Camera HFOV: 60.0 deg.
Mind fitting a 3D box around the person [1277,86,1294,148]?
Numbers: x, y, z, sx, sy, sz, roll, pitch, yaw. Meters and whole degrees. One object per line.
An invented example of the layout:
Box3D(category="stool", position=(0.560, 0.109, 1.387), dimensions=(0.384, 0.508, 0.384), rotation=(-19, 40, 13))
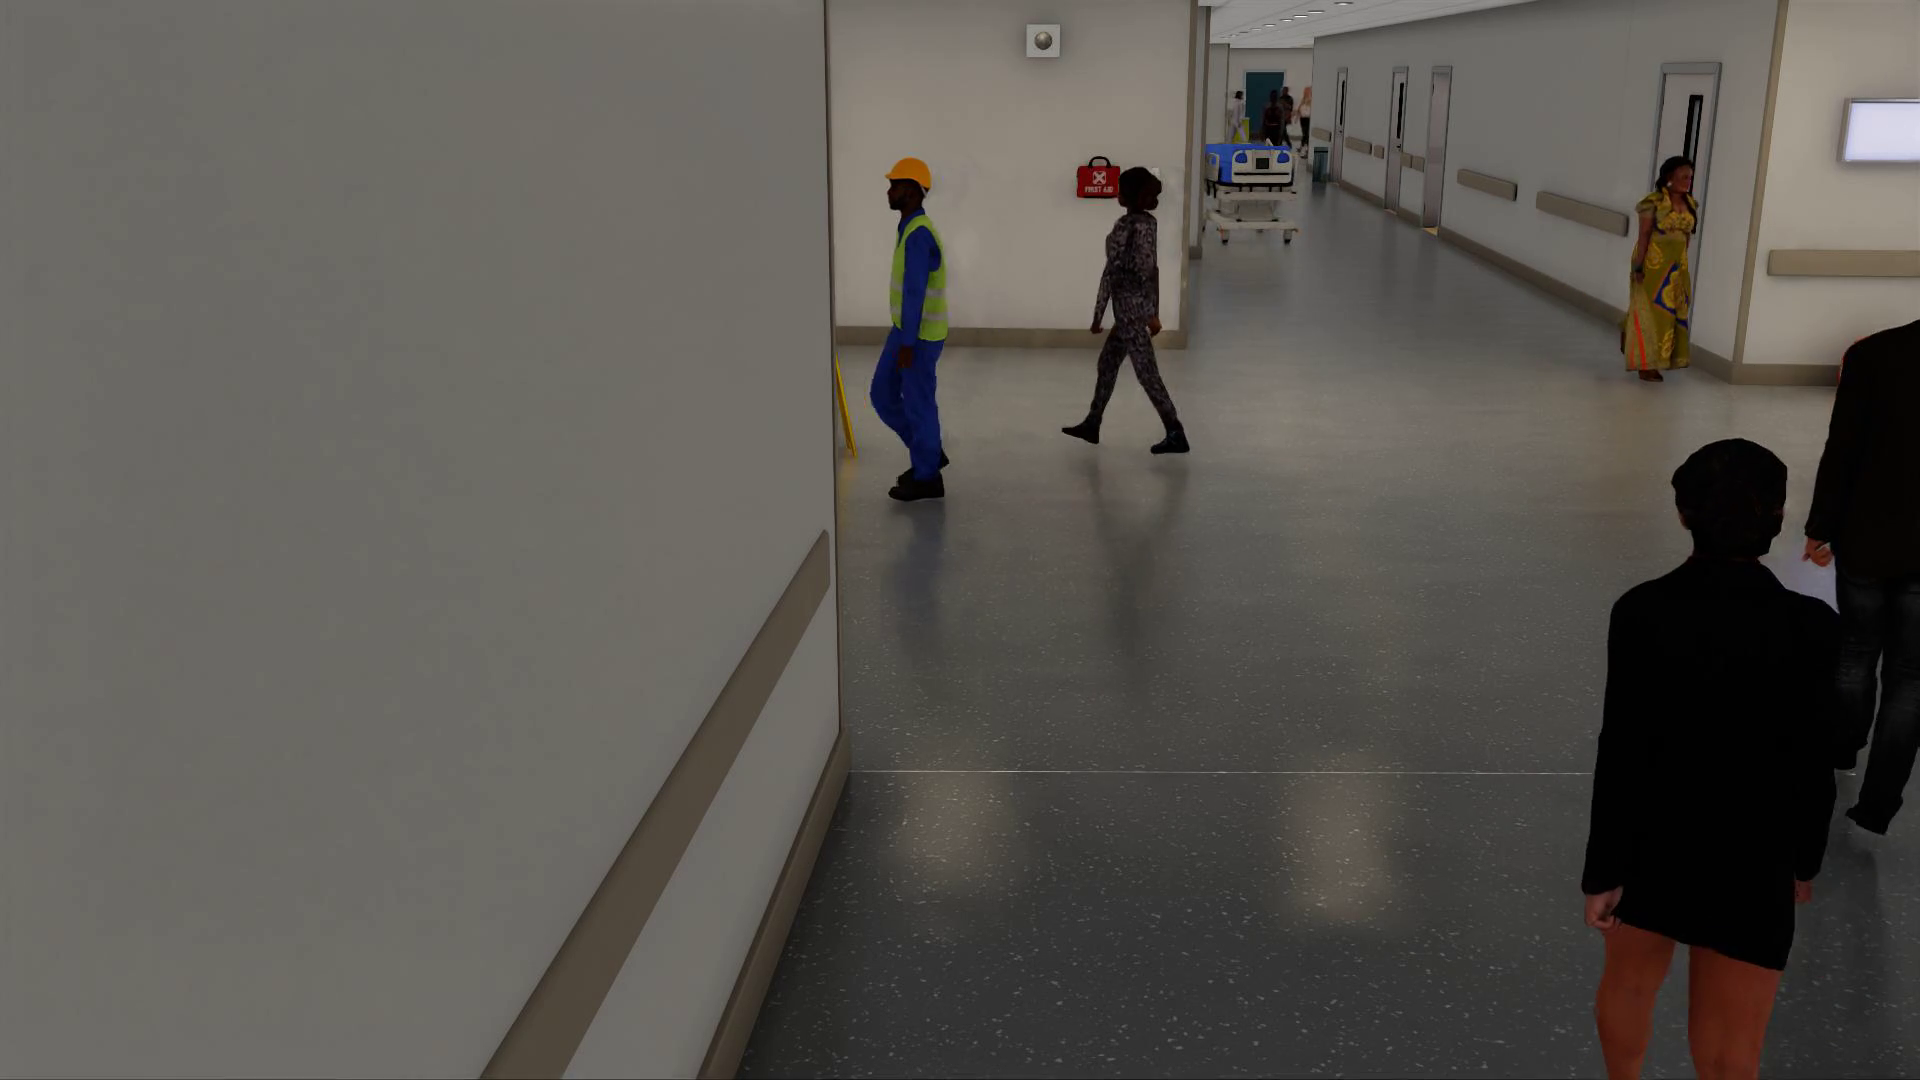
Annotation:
Box3D(category="person", position=(9.385, -12.124, 47.925), dimensions=(1.246, 1.768, 1.221), rotation=(-14, 21, -41))

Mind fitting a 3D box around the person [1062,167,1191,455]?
Box3D(category="person", position=(1.079, -1.289, 9.746), dimensions=(1.195, 1.670, 0.978), rotation=(12, 20, 36))

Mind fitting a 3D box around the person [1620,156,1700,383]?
Box3D(category="person", position=(5.171, -2.023, 12.412), dimensions=(1.171, 1.638, 1.096), rotation=(-5, 16, -17))

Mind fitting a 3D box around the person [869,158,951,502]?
Box3D(category="person", position=(-0.158, -1.096, 8.818), dimensions=(0.773, 1.804, 0.758), rotation=(-4, 16, -14))

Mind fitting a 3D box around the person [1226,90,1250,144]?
Box3D(category="person", position=(7.659, -11.637, 46.417), dimensions=(1.217, 1.688, 0.979), rotation=(-6, 17, -21))

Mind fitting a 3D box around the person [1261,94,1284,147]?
Box3D(category="person", position=(6.958, -9.030, 37.106), dimensions=(1.105, 1.724, 0.690), rotation=(2, 16, 7))

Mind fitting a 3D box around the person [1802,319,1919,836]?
Box3D(category="person", position=(2.809, 0.030, 4.914), dimensions=(1.208, 1.754, 1.065), rotation=(7, 17, 25))

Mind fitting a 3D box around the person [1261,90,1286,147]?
Box3D(category="person", position=(7.151, -9.384, 38.183), dimensions=(0.881, 1.821, 0.881), rotation=(5, 17, 18))

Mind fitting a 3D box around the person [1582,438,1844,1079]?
Box3D(category="person", position=(1.327, 0.660, 2.964), dimensions=(1.037, 1.600, 0.846), rotation=(7, 17, 23))

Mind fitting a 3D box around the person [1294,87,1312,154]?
Box3D(category="person", position=(9.633, -11.596, 46.110), dimensions=(1.159, 1.778, 1.123), rotation=(14, 21, 40))
